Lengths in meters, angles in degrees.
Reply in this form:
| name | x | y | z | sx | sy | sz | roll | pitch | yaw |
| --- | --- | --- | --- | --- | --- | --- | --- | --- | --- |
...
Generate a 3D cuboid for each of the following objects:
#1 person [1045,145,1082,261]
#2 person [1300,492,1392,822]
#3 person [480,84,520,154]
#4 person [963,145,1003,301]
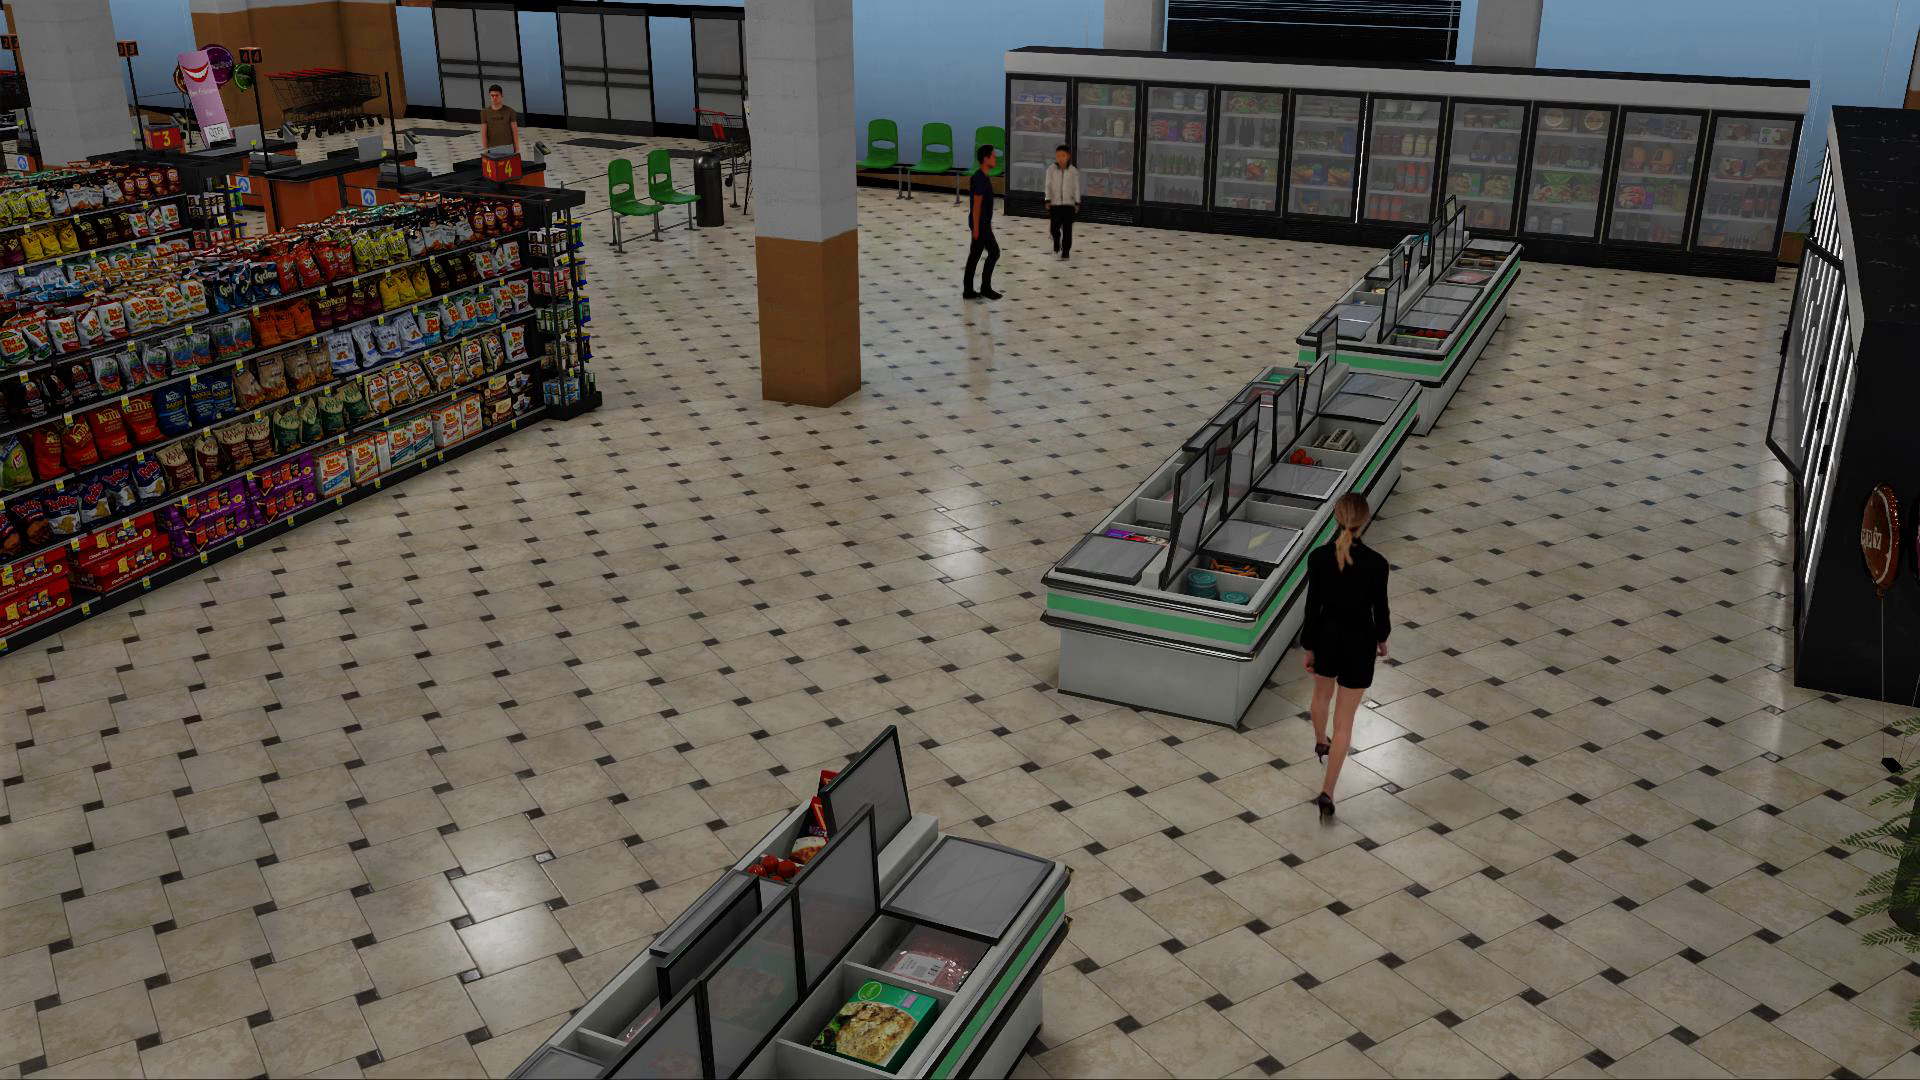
| name | x | y | z | sx | sy | sz | roll | pitch | yaw |
| --- | --- | --- | --- | --- | --- | --- | --- | --- | --- |
| person | 1.318 | -4.316 | 21.237 | 0.726 | 1.438 | 0.820 | 2 | 22 | 6 |
| person | 1.949 | 0.630 | 8.527 | 0.568 | 1.737 | 0.968 | 9 | 24 | 22 |
| person | -6.552 | -5.567 | 23.797 | 0.753 | 1.851 | 0.776 | -4 | 22 | -11 |
| person | 0.151 | -3.615 | 19.045 | 0.841 | 1.773 | 0.756 | 2 | 22 | 4 |
